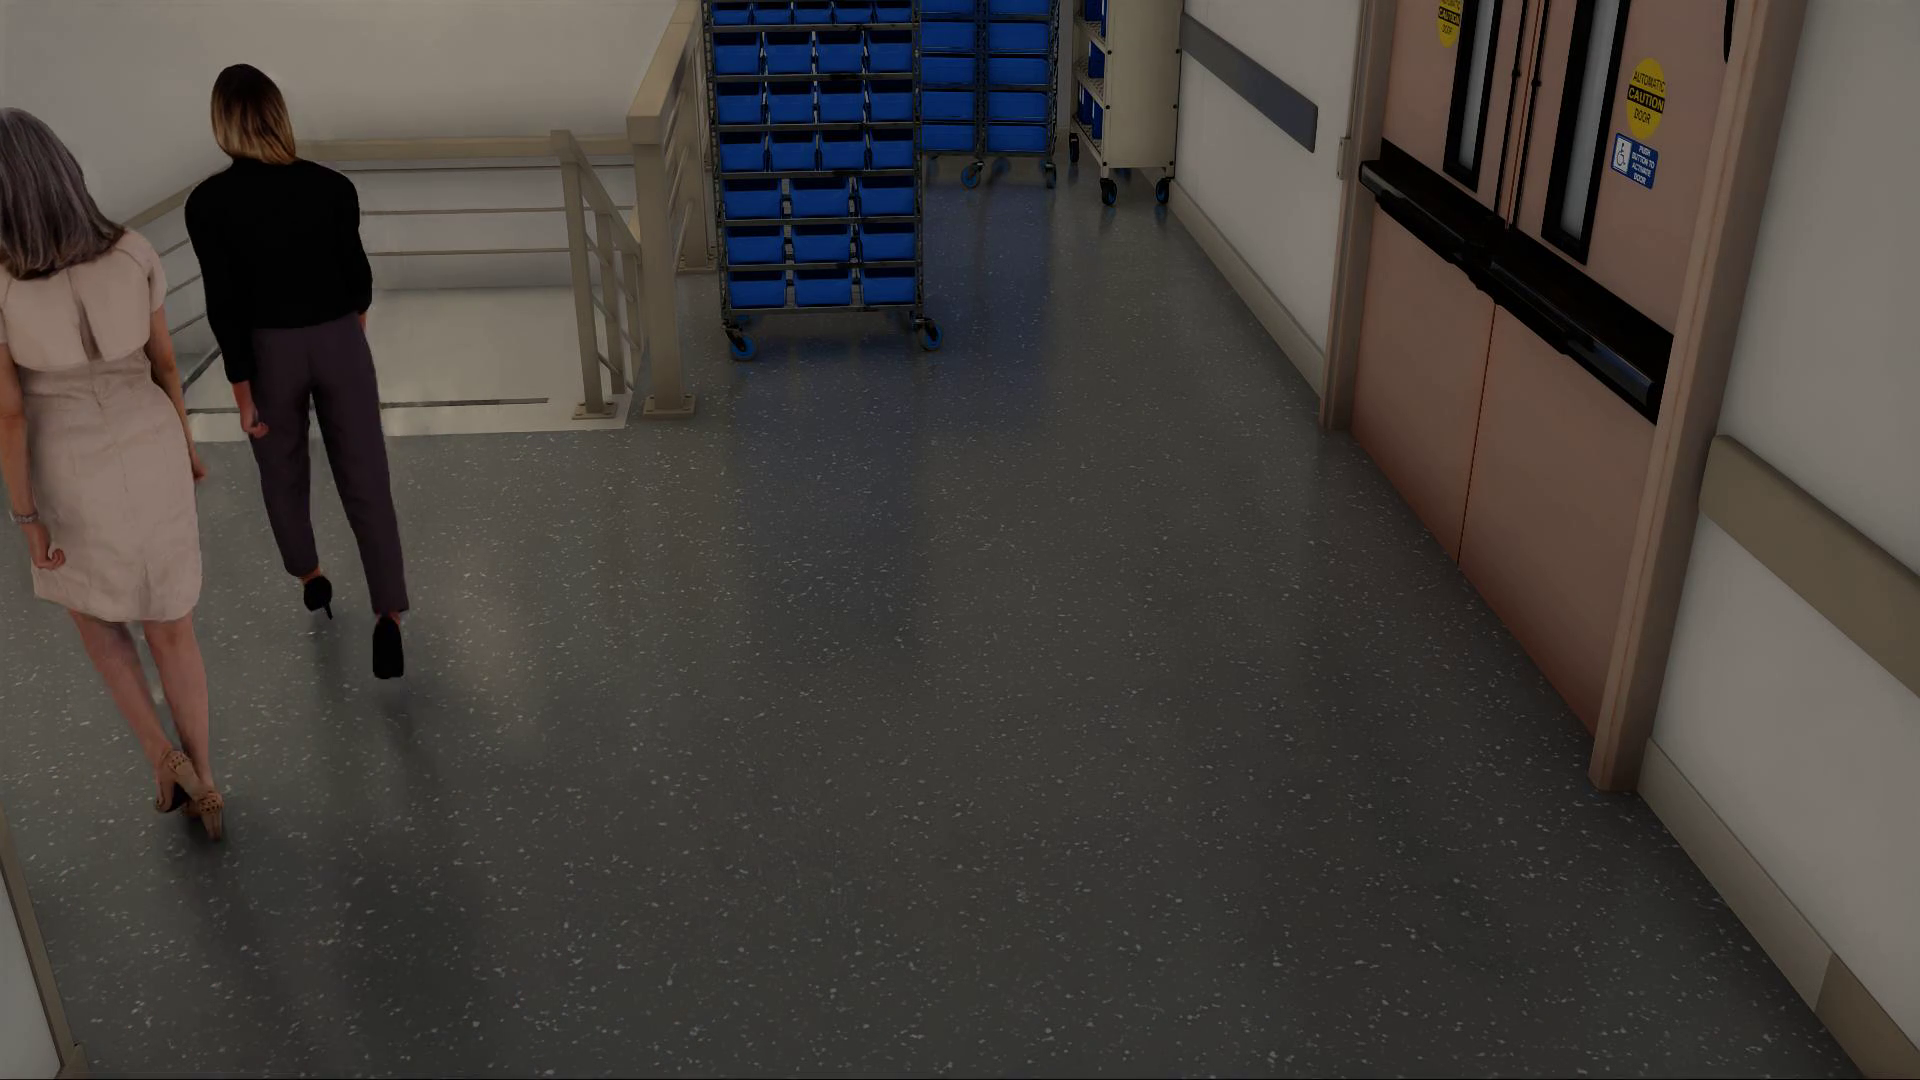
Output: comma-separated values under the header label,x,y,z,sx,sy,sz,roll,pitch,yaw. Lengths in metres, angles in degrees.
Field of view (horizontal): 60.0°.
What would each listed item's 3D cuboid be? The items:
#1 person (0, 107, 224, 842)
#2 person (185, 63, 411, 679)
label,x,y,z,sx,sy,sz,roll,pitch,yaw
person,-1.824,-0.059,3.665,0.762,1.724,0.811,-21,33,-36
person,-1.715,-0.383,4.442,0.870,1.634,1.107,-14,29,-27
